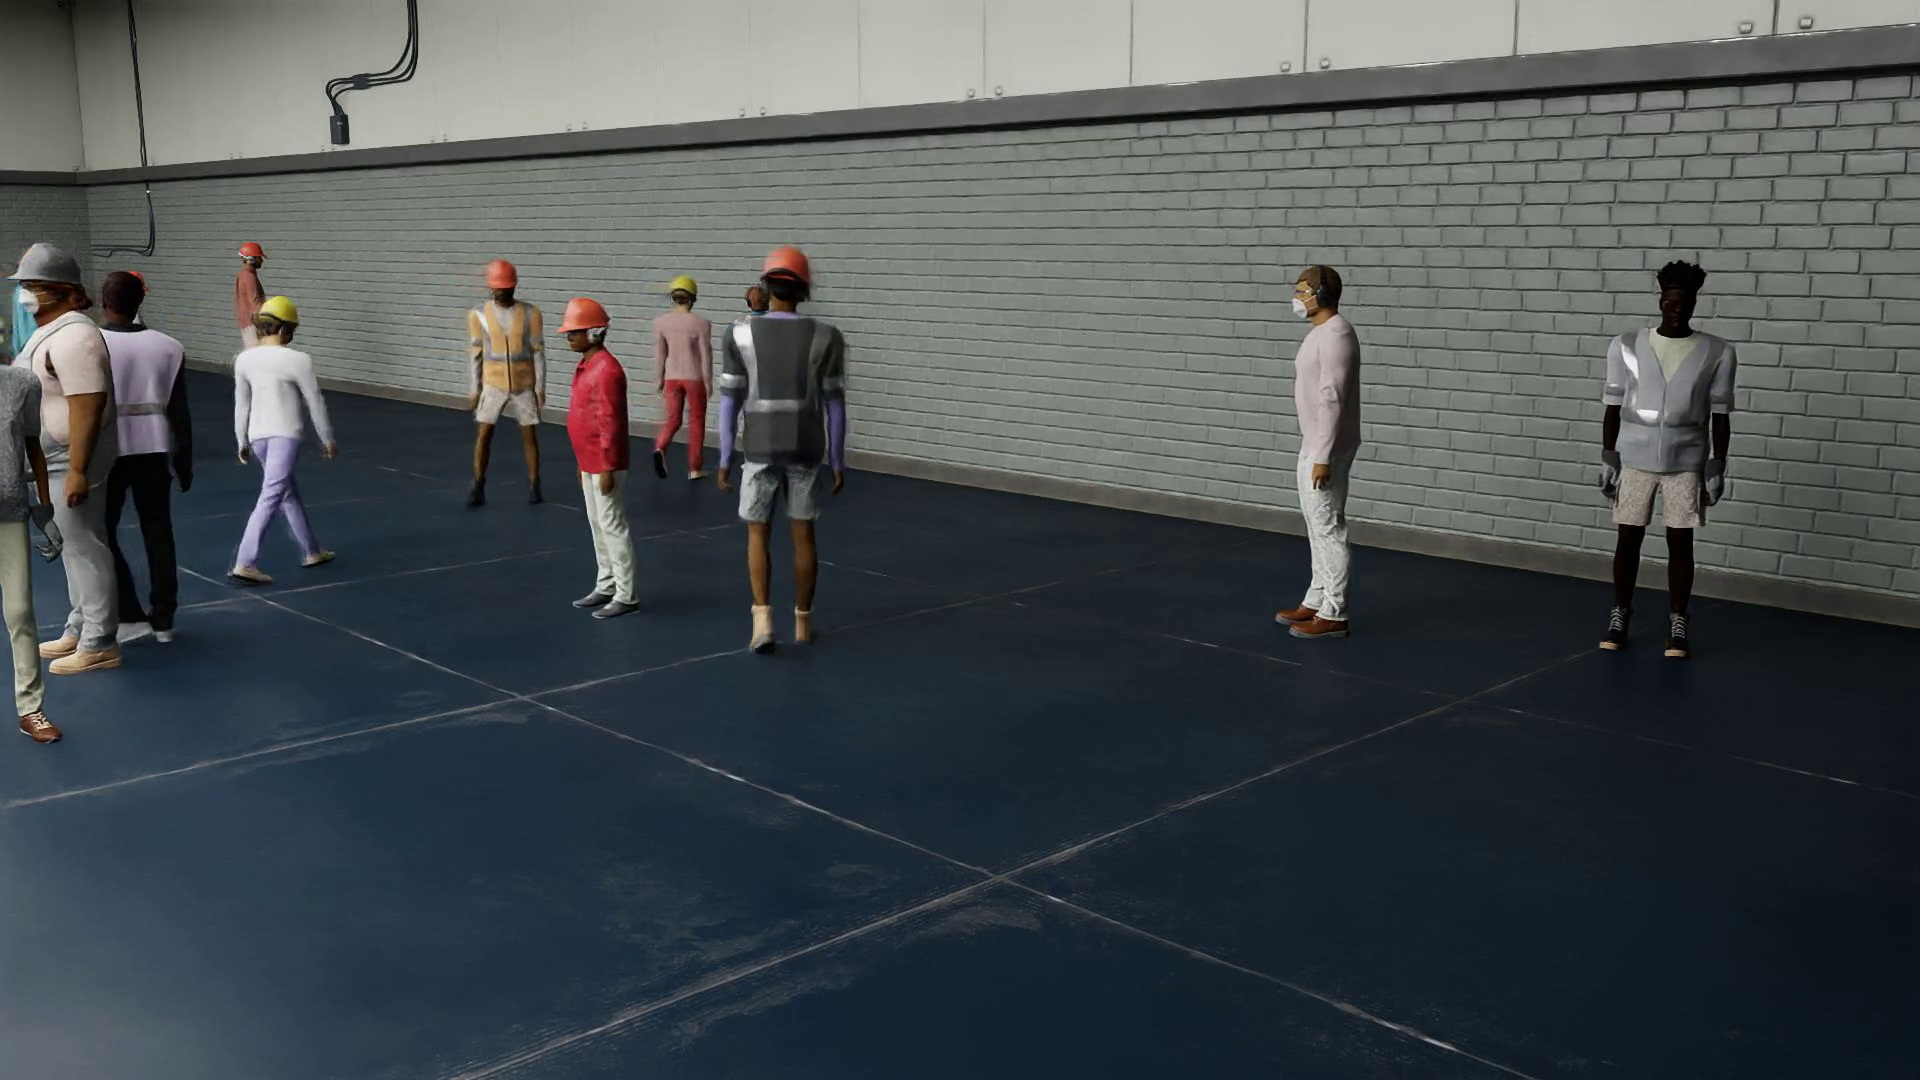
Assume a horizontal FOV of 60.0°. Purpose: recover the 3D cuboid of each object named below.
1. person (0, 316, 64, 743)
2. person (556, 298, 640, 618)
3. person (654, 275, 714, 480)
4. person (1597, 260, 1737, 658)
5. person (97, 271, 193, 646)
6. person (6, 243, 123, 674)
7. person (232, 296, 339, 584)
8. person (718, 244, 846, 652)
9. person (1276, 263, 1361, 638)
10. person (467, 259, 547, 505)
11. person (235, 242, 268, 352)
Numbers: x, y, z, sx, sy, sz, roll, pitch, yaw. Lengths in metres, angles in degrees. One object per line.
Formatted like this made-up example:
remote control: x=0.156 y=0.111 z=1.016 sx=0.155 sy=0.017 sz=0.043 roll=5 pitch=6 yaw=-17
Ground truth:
person: x=-3.919 y=-0.074 z=6.713 sx=0.518 sy=1.873 sz=0.328 roll=-9 pitch=13 yaw=-39
person: x=-2.001 y=-0.448 z=9.110 sx=0.360 sy=1.742 sz=0.559 roll=-6 pitch=12 yaw=-28
person: x=-2.334 y=-1.348 z=13.989 sx=0.535 sy=1.747 sz=0.601 roll=3 pitch=11 yaw=17
person: x=3.481 y=-0.395 z=8.233 sx=0.604 sy=1.959 sz=0.375 roll=5 pitch=12 yaw=26
person: x=-4.226 y=-0.408 z=8.463 sx=0.422 sy=1.895 sz=0.648 roll=9 pitch=14 yaw=42
person: x=-4.323 y=-0.388 z=7.960 sx=0.539 sy=2.000 sz=0.689 roll=-7 pitch=13 yaw=-34
person: x=-4.141 y=-0.615 z=10.092 sx=0.535 sy=1.710 sz=0.929 roll=4 pitch=11 yaw=19
person: x=-0.885 y=-0.449 z=8.324 sx=0.633 sy=2.041 sz=0.467 roll=-1 pitch=10 yaw=-6
person: x=1.884 y=-0.460 z=8.655 sx=0.383 sy=1.933 sz=0.633 roll=1 pitch=10 yaw=3
person: x=-3.461 y=-1.197 z=12.756 sx=0.592 sy=1.907 sz=0.493 roll=-3 pitch=11 yaw=-14
person: x=-8.612 y=-2.630 z=20.312 sx=0.397 sy=1.992 sz=0.623 roll=-7 pitch=13 yaw=-35
